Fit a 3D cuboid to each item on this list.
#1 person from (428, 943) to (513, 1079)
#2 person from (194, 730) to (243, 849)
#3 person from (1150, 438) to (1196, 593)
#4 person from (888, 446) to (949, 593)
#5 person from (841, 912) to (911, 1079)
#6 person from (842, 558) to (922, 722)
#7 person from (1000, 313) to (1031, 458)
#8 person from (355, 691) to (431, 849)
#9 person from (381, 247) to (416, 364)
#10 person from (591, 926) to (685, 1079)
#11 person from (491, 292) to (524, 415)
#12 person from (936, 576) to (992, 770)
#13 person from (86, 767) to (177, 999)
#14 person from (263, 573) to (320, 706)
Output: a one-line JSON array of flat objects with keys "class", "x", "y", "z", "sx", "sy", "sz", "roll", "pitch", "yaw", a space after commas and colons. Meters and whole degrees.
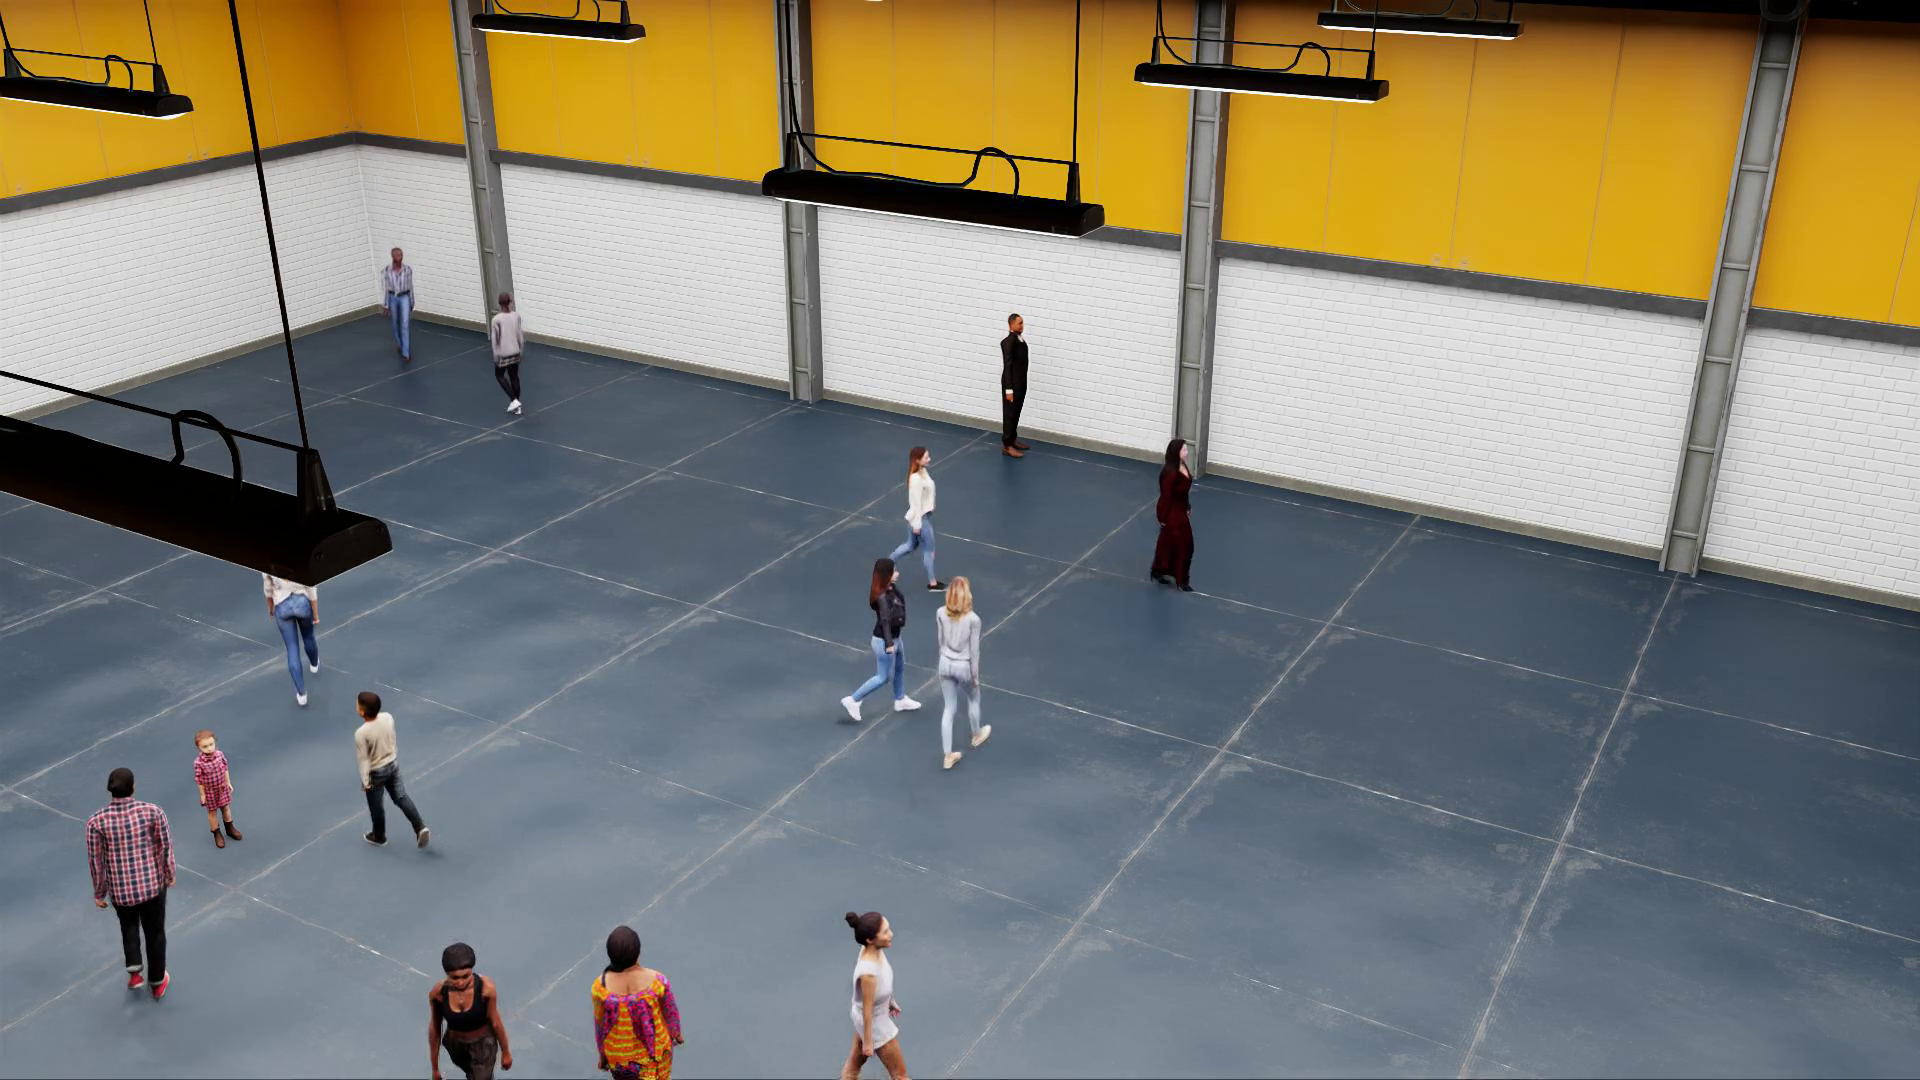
[{"class": "person", "x": -3.004, "y": 3.143, "z": 10.347, "sx": 1.155, "sy": 1.647, "sz": 1.039, "roll": 1, "pitch": 24, "yaw": 2}, {"class": "person", "x": -6.135, "y": 2.021, "z": 13.693, "sx": 0.483, "sy": 1.022, "sz": 0.459, "roll": 20, "pitch": 30, "yaw": 38}, {"class": "person", "x": 2.219, "y": -0.286, "z": 18.077, "sx": 0.839, "sy": 1.738, "sz": 0.778, "roll": 5, "pitch": 24, "yaw": 11}, {"class": "person", "x": -0.524, "y": -0.219, "z": 18.004, "sx": 1.140, "sy": 1.674, "sz": 0.934, "roll": 0, "pitch": 24, "yaw": 1}, {"class": "person", "x": -0.639, "y": 3.064, "z": 10.614, "sx": 1.052, "sy": 1.577, "sz": 0.893, "roll": -1, "pitch": 24, "yaw": -2}, {"class": "person", "x": -0.741, "y": 0.940, "z": 15.421, "sx": 1.089, "sy": 1.619, "sz": 0.957, "roll": 0, "pitch": 24, "yaw": 0}, {"class": "person", "x": 0.707, "y": -2.063, "z": 21.934, "sx": 0.674, "sy": 1.905, "sz": 0.728, "roll": 8, "pitch": 25, "yaw": 18}, {"class": "person", "x": -4.637, "y": 1.883, "z": 13.476, "sx": 0.896, "sy": 1.450, "sz": 0.575, "roll": 14, "pitch": 27, "yaw": 29}, {"class": "person", "x": -8.718, "y": -3.647, "z": 25.781, "sx": 1.143, "sy": 1.726, "sz": 1.270, "roll": -9, "pitch": 25, "yaw": -19}, {"class": "person", "x": -2.014, "y": 3.174, "z": 10.291, "sx": 1.206, "sy": 1.635, "sz": 1.148, "roll": -1, "pitch": 24, "yaw": -2}, {"class": "person", "x": -6.288, "y": -2.584, "z": 23.310, "sx": 0.716, "sy": 1.758, "sz": 0.746, "roll": -21, "pitch": 31, "yaw": -39}, {"class": "person", "x": -0.063, "y": 1.199, "z": 14.647, "sx": 0.875, "sy": 1.765, "sz": 0.681, "roll": 13, "pitch": 27, "yaw": 27}, {"class": "person", "x": -5.831, "y": 2.475, "z": 11.758, "sx": 0.829, "sy": 1.742, "sz": 0.884, "roll": -9, "pitch": 25, "yaw": -20}, {"class": "person", "x": -6.314, "y": 0.756, "z": 15.777, "sx": 1.063, "sy": 1.671, "sz": 1.183, "roll": -9, "pitch": 25, "yaw": -20}]
